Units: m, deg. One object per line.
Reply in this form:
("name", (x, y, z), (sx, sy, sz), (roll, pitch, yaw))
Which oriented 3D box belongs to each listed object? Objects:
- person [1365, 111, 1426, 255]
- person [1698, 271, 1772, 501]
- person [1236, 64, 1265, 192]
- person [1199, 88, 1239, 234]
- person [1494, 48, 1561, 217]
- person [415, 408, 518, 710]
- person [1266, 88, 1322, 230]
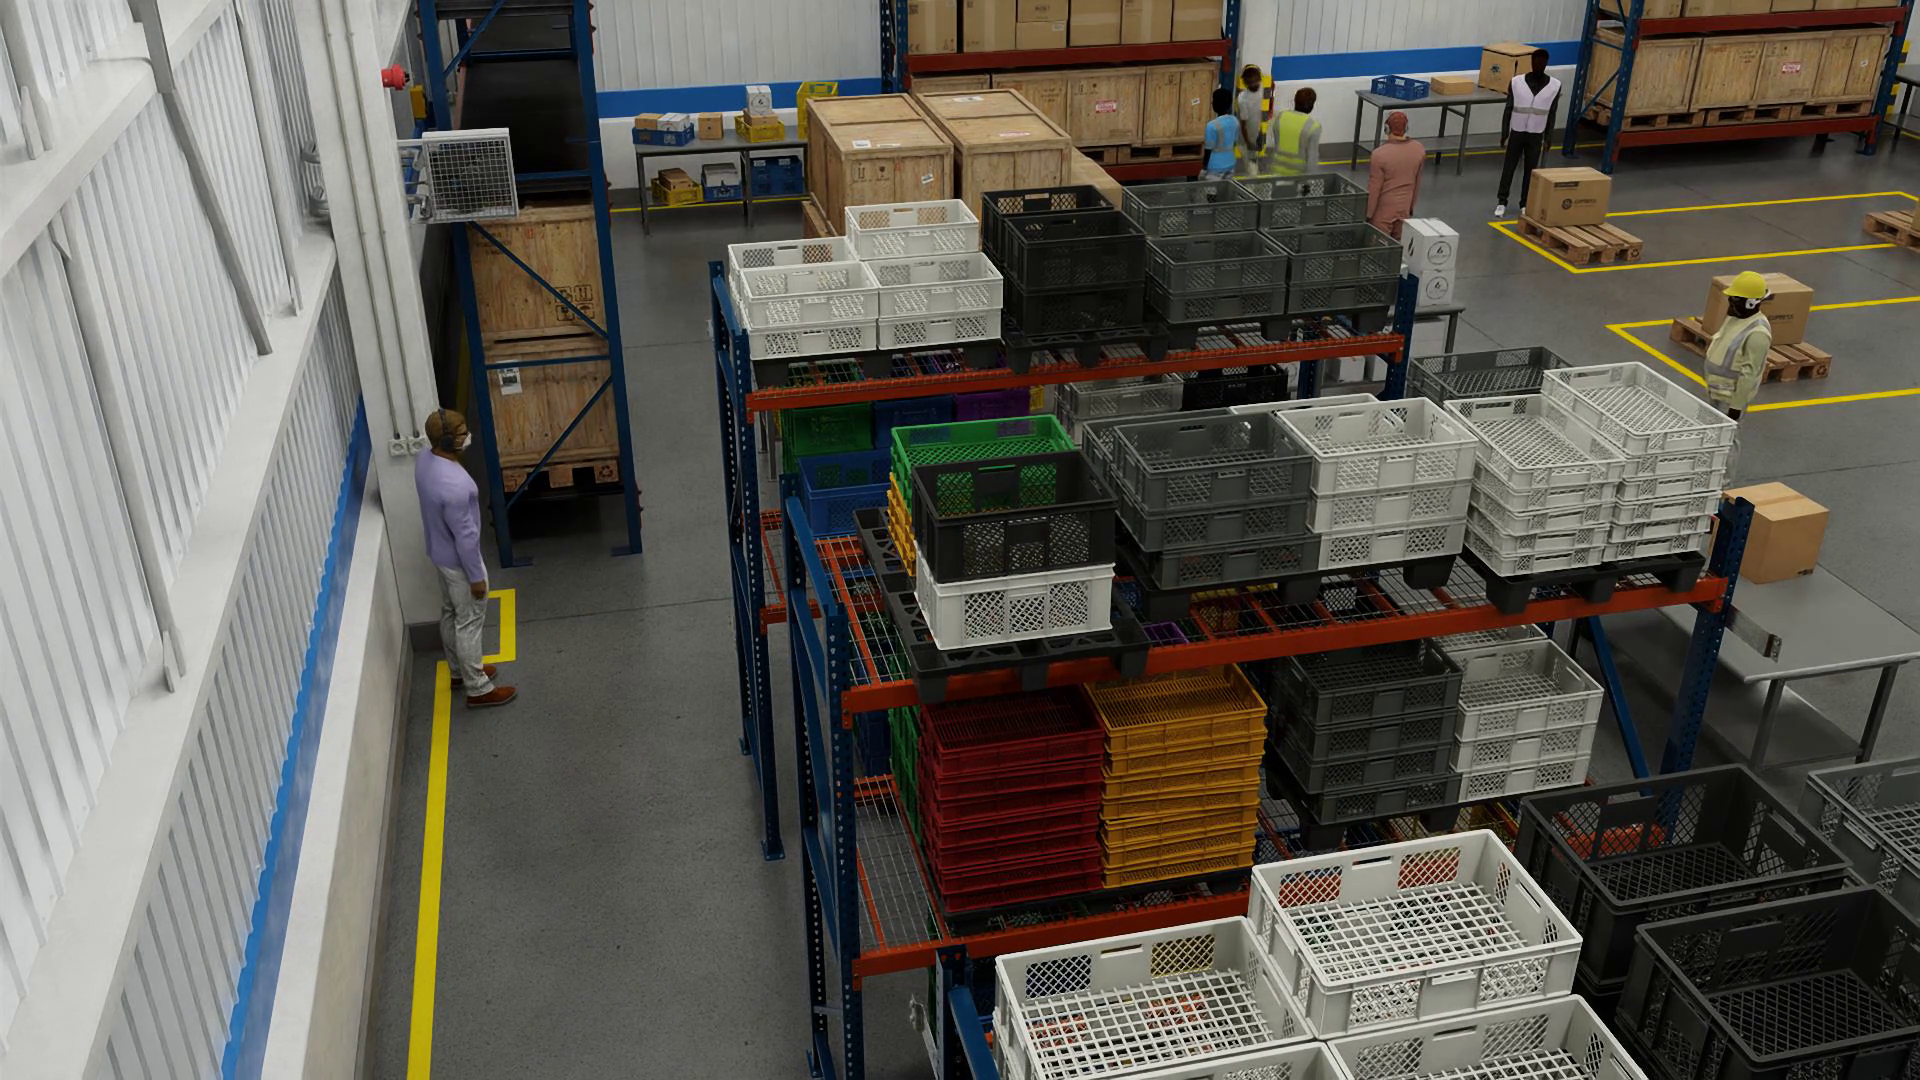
("person", (4.258, -3.309, 16.561), (0.643, 1.902, 0.399), (-13, 30, -23))
("person", (5.789, -1.139, 12.528), (0.403, 1.826, 0.596), (3, 28, 5))
("person", (3.322, -4.523, 18.953), (0.382, 1.831, 0.573), (15, 31, 26))
("person", (2.842, -4.102, 18.285), (0.319, 1.694, 0.537), (23, 35, 36))
("person", (6.529, -4.683, 19.145), (0.590, 1.922, 0.392), (6, 28, 11))
("person", (-3.022, 0.108, 10.037), (0.352, 1.937, 0.635), (-17, 32, -30))
("person", (3.623, -3.963, 17.896), (0.625, 1.808, 0.845), (25, 37, 38))
